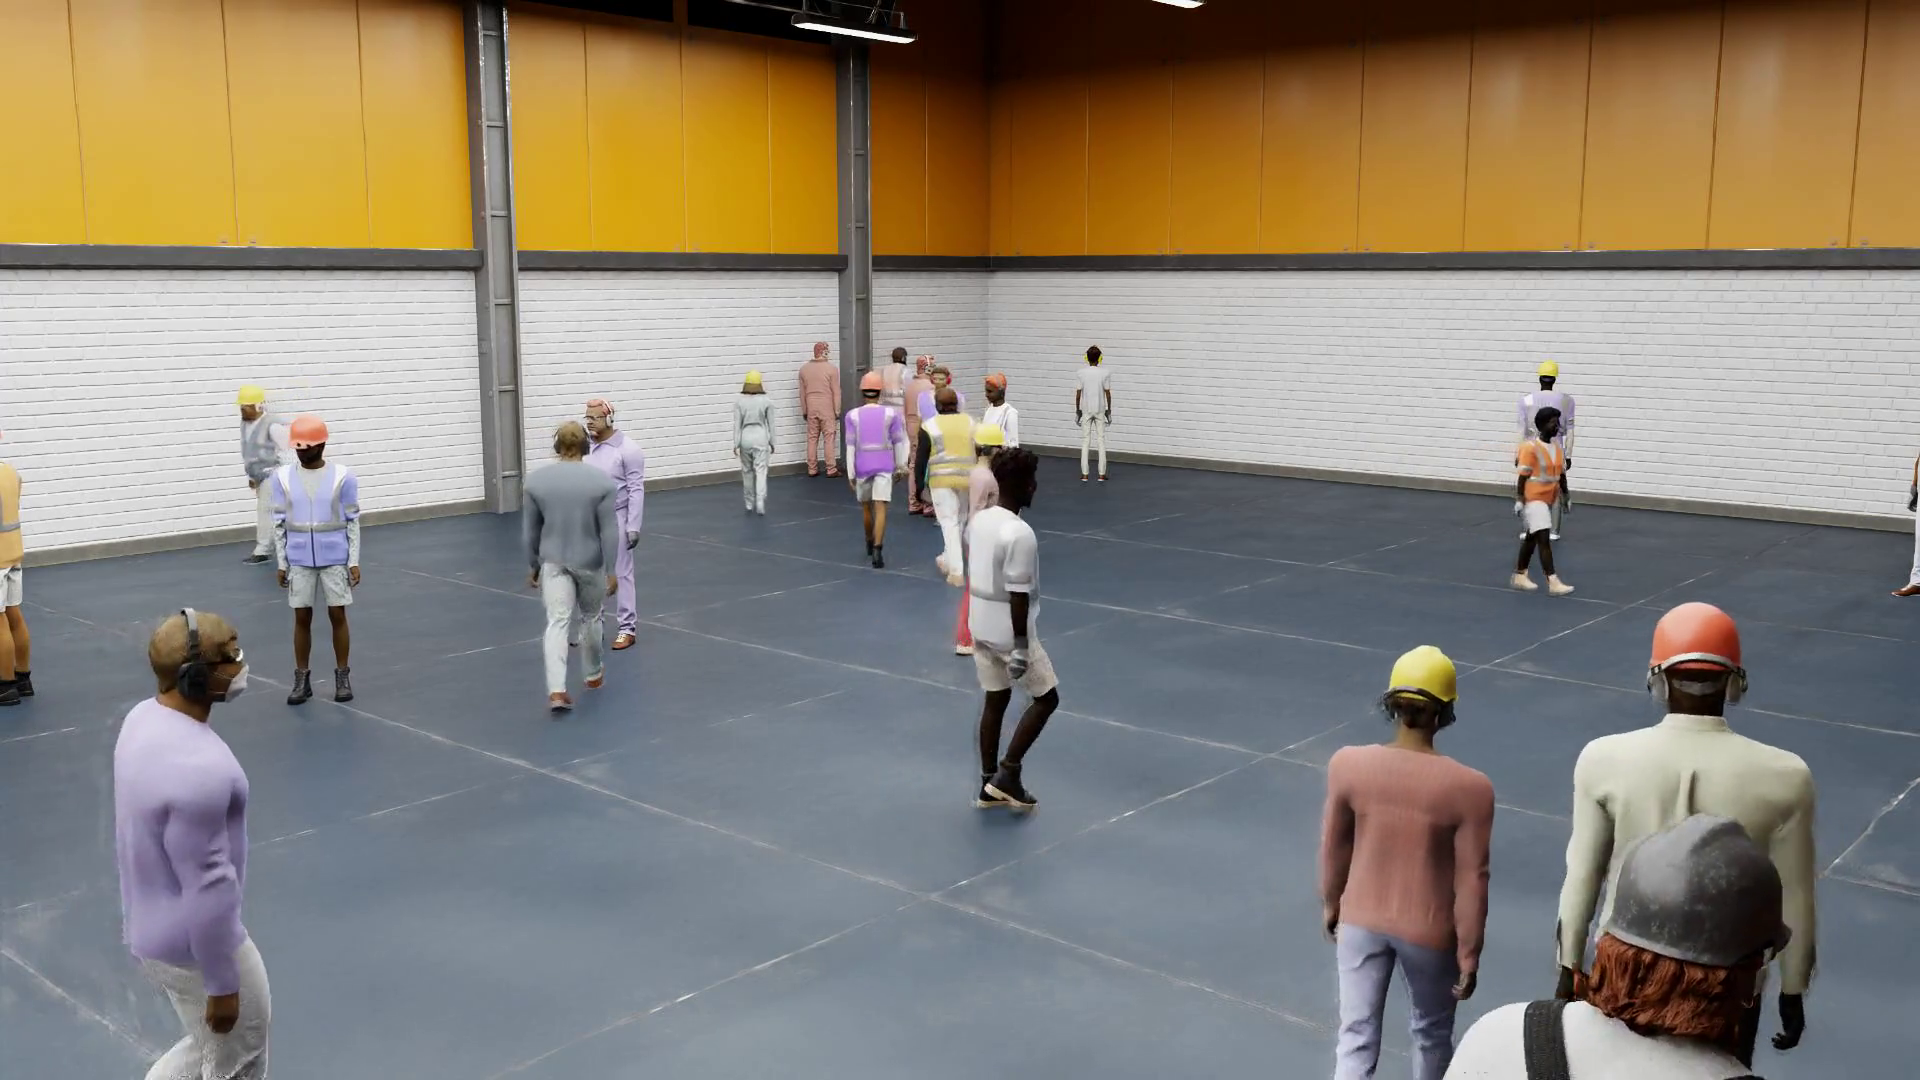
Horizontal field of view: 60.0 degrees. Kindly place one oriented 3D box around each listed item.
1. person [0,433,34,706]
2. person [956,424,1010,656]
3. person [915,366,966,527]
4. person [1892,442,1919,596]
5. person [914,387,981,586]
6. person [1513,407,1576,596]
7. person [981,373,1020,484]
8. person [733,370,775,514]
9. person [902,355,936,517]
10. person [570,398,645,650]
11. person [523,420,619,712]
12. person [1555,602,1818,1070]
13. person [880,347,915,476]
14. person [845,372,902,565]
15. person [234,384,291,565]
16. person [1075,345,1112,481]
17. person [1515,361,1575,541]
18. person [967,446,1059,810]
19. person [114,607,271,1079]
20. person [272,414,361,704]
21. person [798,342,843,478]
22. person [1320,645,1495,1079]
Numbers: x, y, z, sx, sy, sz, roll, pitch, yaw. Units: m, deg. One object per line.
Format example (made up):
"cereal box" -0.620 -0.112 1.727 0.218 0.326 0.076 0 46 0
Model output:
"person" -6.382 0.132 10.953 0.361 1.938 0.545 -1 9 -6
"person" 0.262 0.015 12.292 0.661 1.744 0.528 -1 9 -5
"person" -0.211 -1.070 18.833 0.592 1.821 0.538 2 9 11
"person" 8.477 -0.391 14.464 0.329 1.868 0.512 -3 10 -19
"person" -0.129 -0.517 15.447 0.634 1.795 0.924 -4 10 -23
"person" 5.235 -0.335 14.701 0.558 1.660 0.794 -7 11 -36
"person" 0.365 -0.690 16.273 0.356 1.887 0.573 -5 10 -28
"person" -2.456 -1.170 19.863 0.493 1.711 0.847 -1 9 -5
"person" -0.396 -1.219 19.533 0.408 1.908 0.645 -6 11 -34
"person" -2.715 -0.121 12.637 0.648 1.907 0.409 4 10 22
"person" -2.558 0.156 10.957 0.642 1.895 1.000 0 9 -2
"person" 1.907 1.162 4.416 0.642 1.971 0.821 5 10 29
"person" -0.843 -1.812 23.525 0.644 1.821 0.439 8 12 42
"person" -0.859 -0.709 16.442 0.547 1.884 1.045 1 9 4
"person" -6.792 -0.671 16.499 0.609 1.787 0.814 6 11 35
"person" 1.846 -1.743 22.941 0.510 1.872 0.328 1 9 7
"person" 6.230 -0.947 17.757 0.594 1.925 0.379 2 9 10
"person" 0.263 0.473 8.771 0.424 1.952 0.619 -5 10 -30
"person" -2.197 1.138 4.680 0.559 1.922 0.644 -7 12 -39
"person" -4.250 0.128 11.009 0.547 1.928 0.385 -2 9 -11
"person" -1.925 -1.815 23.296 0.636 1.903 0.405 4 10 25
"person" 1.338 1.180 5.089 0.540 1.709 0.912 5 10 28
